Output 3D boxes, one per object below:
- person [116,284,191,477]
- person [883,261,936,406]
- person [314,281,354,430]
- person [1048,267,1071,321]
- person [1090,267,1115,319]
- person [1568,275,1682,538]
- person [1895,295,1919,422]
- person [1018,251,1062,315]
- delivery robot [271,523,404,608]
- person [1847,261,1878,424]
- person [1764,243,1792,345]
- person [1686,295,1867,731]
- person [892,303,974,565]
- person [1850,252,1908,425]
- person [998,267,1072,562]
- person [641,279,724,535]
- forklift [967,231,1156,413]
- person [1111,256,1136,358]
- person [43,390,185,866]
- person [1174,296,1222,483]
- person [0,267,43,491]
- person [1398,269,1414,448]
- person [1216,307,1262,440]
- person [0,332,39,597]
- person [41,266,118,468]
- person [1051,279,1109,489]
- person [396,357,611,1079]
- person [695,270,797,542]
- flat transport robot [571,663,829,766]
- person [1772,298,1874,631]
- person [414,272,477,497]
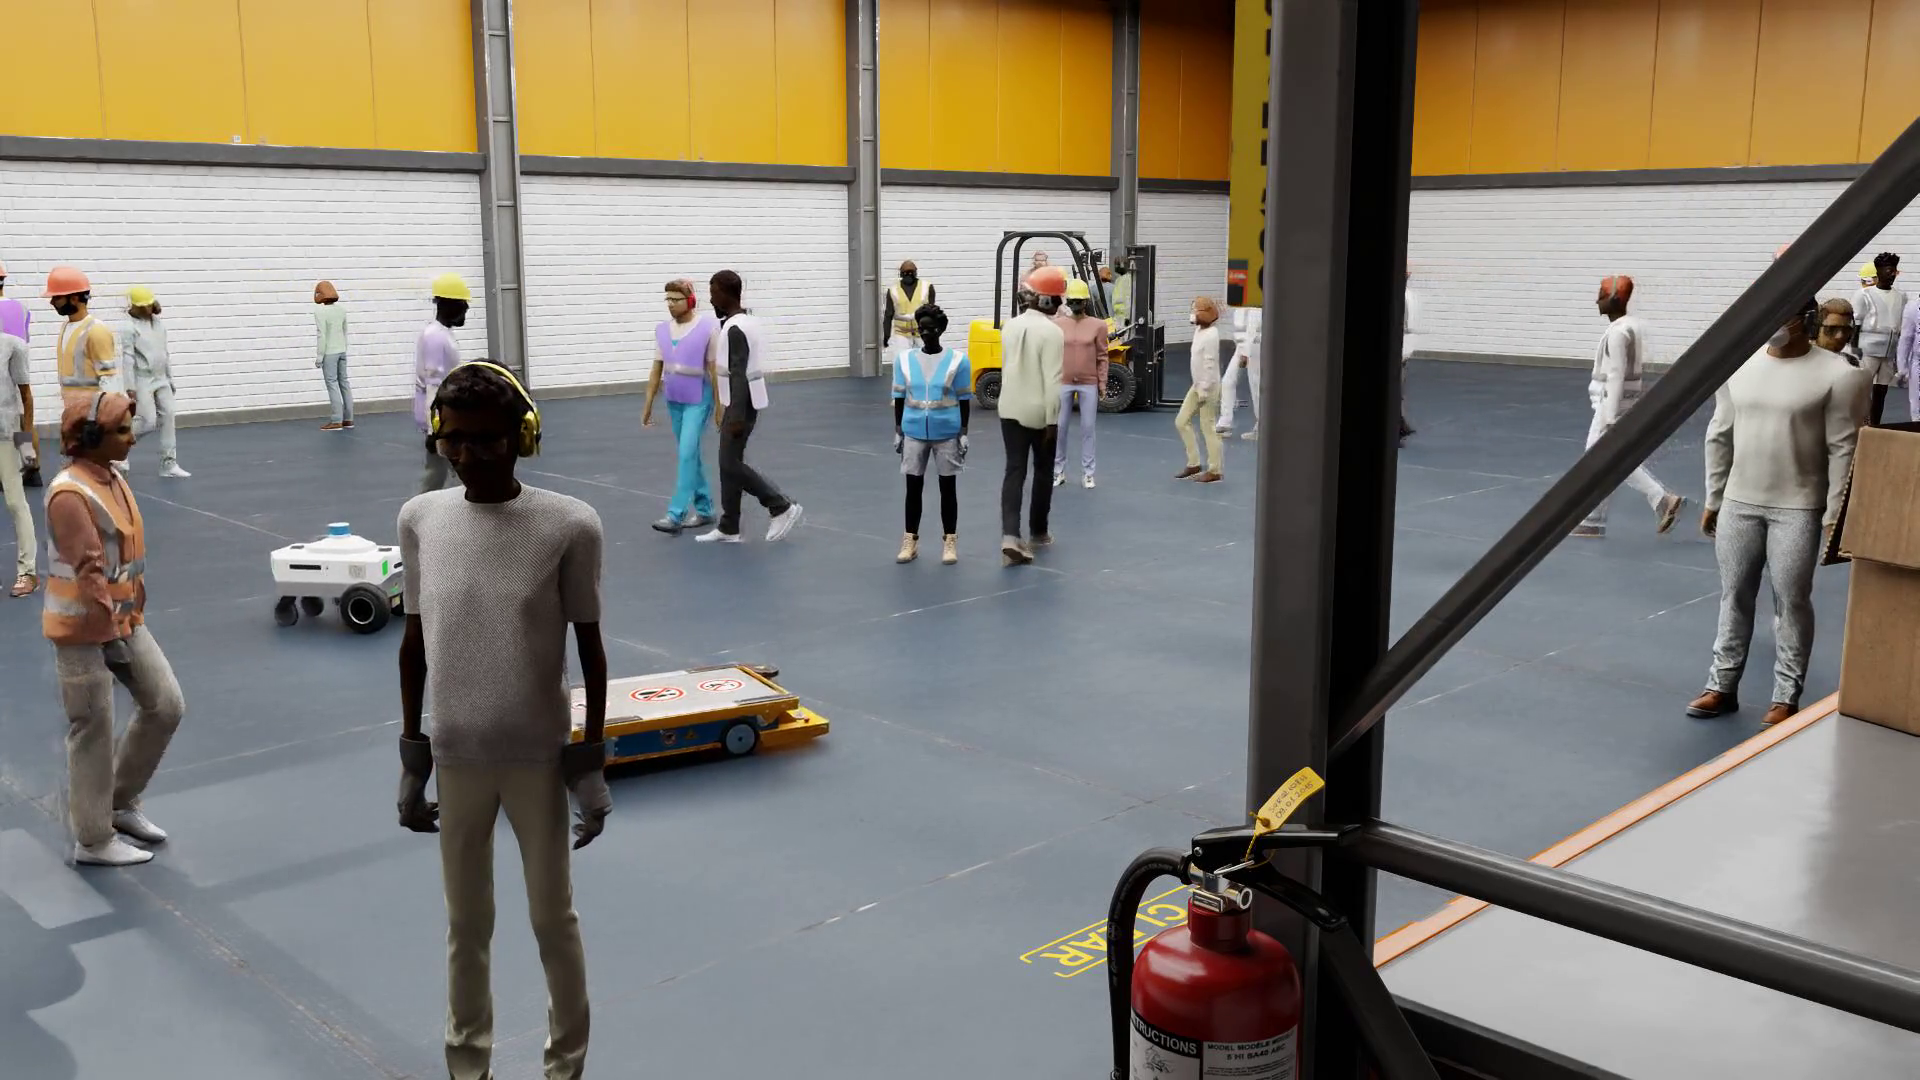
[{"bbox_3d":[-7.171,-1.392,14.614,0.600,1.711,0.506,3,11,15],"label":"person"},{"bbox_3d":[-0.554,-2.589,20.901,0.824,1.817,0.541,0,10,3],"label":"person"},{"bbox_3d":[-6.915,-2.026,18.301,0.282,1.631,0.503,3,11,16],"label":"person"},{"bbox_3d":[1.134,-2.307,19.473,0.315,1.767,0.535,1,10,8],"label":"person"},{"bbox_3d":[2.291,-3.514,26.415,0.497,1.633,0.279,3,11,14],"label":"person"},{"bbox_3d":[4.632,-0.910,11.604,0.724,1.866,0.597,6,12,30],"label":"person"},{"bbox_3d":[8.821,-1.550,15.010,0.671,1.889,0.421,7,12,33],"label":"person"},{"bbox_3d":[1.181,-3.313,24.580,0.652,1.904,0.403,1,10,5],"label":"person"},{"bbox_3d":[-3.392,0.149,9.128,0.707,0.478,0.477,2,11,9],"label":"delivery robot"},{"bbox_3d":[10.260,-2.227,18.842,0.404,1.836,0.597,9,14,41],"label":"person"},{"bbox_3d":[8.826,-2.162,17.932,0.375,2.042,0.608,4,11,22],"label":"person"},{"bbox_3d":[3.518,-0.140,7.189,0.379,1.940,0.629,-9,13,-39],"label":"person"},{"bbox_3d":[-0.182,-0.684,10.809,0.536,1.696,0.322,2,11,11],"label":"person"},{"bbox_3d":[9.155,-1.880,16.602,0.602,1.966,0.368,-2,11,-11],"label":"person"},{"bbox_3d":[0.444,-0.834,11.010,0.581,1.934,0.921,6,12,31],"label":"person"},{"bbox_3d":[-2.031,-0.939,11.895,0.572,1.813,0.864,7,13,34],"label":"person"},{"bbox_3d":[1.222,-2.721,20.561,2.313,2.155,1.214,2,11,13],"label":"forklift"},{"bbox_3d":[2.475,-3.437,25.511,0.570,1.811,0.654,-3,11,-14],"label":"person"},{"bbox_3d":[-2.864,0.311,5.584,0.383,1.622,0.509,-1,10,-5],"label":"person"},{"bbox_3d":[2.039,-1.288,14.317,0.500,1.614,0.519,-2,11,-8],"label":"person"},{"bbox_3d":[-7.998,-1.364,13.896,0.384,1.927,0.544,2,11,11],"label":"person"},{"bbox_3d":[4.335,-1.879,16.697,0.400,1.926,0.567,5,12,26],"label":"person"},{"bbox_3d":[2.899,-1.958,17.305,0.793,1.857,0.596,-2,11,-9],"label":"person"},{"bbox_3d":[-5.724,-0.589,9.820,0.520,1.874,0.327,0,10,1],"label":"person"},{"bbox_3d":[-5.771,-0.830,10.971,0.543,1.932,0.376,8,13,38],"label":"person"},{"bbox_3d":[0.991,-1.311,14.070,0.545,1.765,0.363,2,11,8],"label":"person"},{"bbox_3d":[-1.057,0.515,3.824,0.511,1.865,0.329,1,10,4],"label":"person"},{"bbox_3d":[-1.487,-0.903,11.460,0.646,1.897,0.620,-1,10,-6],"label":"person"},{"bbox_3d":[-1.330,0.745,6.912,1.431,0.197,0.652,-6,12,-29],"label":"flat transport robot"},{"bbox_3d":[4.400,-0.328,8.570,0.532,1.806,0.815,1,10,8],"label":"person"},{"bbox_3d":[-3.388,-0.797,10.937,0.681,1.895,0.604,-3,11,-17],"label":"person"}]
